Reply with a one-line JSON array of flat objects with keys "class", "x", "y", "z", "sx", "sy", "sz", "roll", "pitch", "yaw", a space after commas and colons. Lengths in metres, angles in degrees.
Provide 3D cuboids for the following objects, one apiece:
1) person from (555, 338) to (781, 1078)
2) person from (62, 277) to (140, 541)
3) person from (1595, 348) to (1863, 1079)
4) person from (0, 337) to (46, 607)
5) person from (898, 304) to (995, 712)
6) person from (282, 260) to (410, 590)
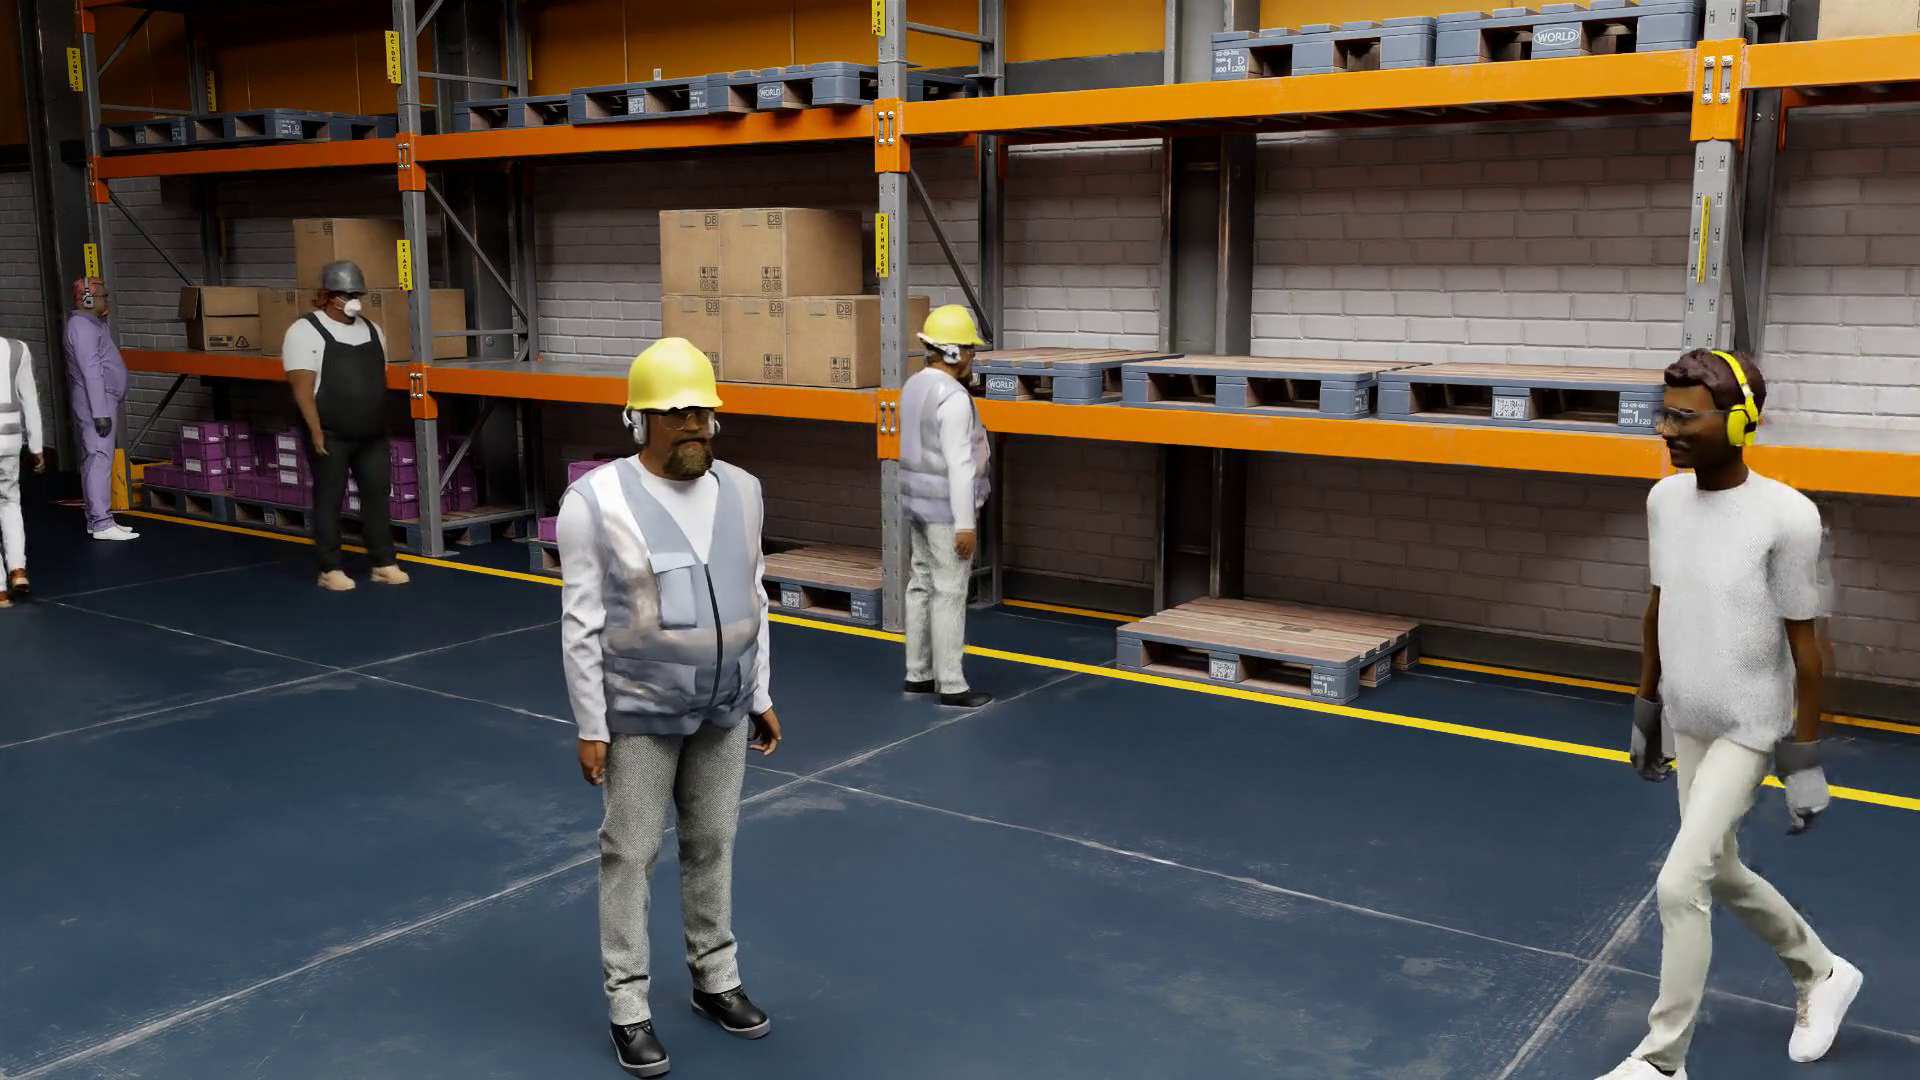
[{"class": "person", "x": -0.709, "y": 0.409, "z": 4.215, "sx": 0.589, "sy": 1.834, "sz": 0.403, "roll": -8, "pitch": 12, "yaw": -40}, {"class": "person", "x": -6.254, "y": -0.950, "z": 12.099, "sx": 0.409, "sy": 1.909, "sz": 0.641, "roll": -6, "pitch": 11, "yaw": -32}, {"class": "person", "x": 1.907, "y": 0.449, "z": 4.019, "sx": 0.832, "sy": 1.836, "sz": 0.531, "roll": -3, "pitch": 10, "yaw": -16}, {"class": "person", "x": -5.700, "y": -0.533, "z": 9.710, "sx": 0.414, "sy": 1.871, "sz": 0.613, "roll": 9, "pitch": 13, "yaw": 41}, {"class": "person", "x": -0.064, "y": -0.145, "z": 7.525, "sx": 0.404, "sy": 1.830, "sz": 0.599, "roll": -4, "pitch": 10, "yaw": -24}, {"class": "person", "x": -3.771, "y": -0.708, "z": 10.253, "sx": 0.537, "sy": 2.000, "sz": 0.700, "roll": 7, "pitch": 12, "yaw": 37}]
